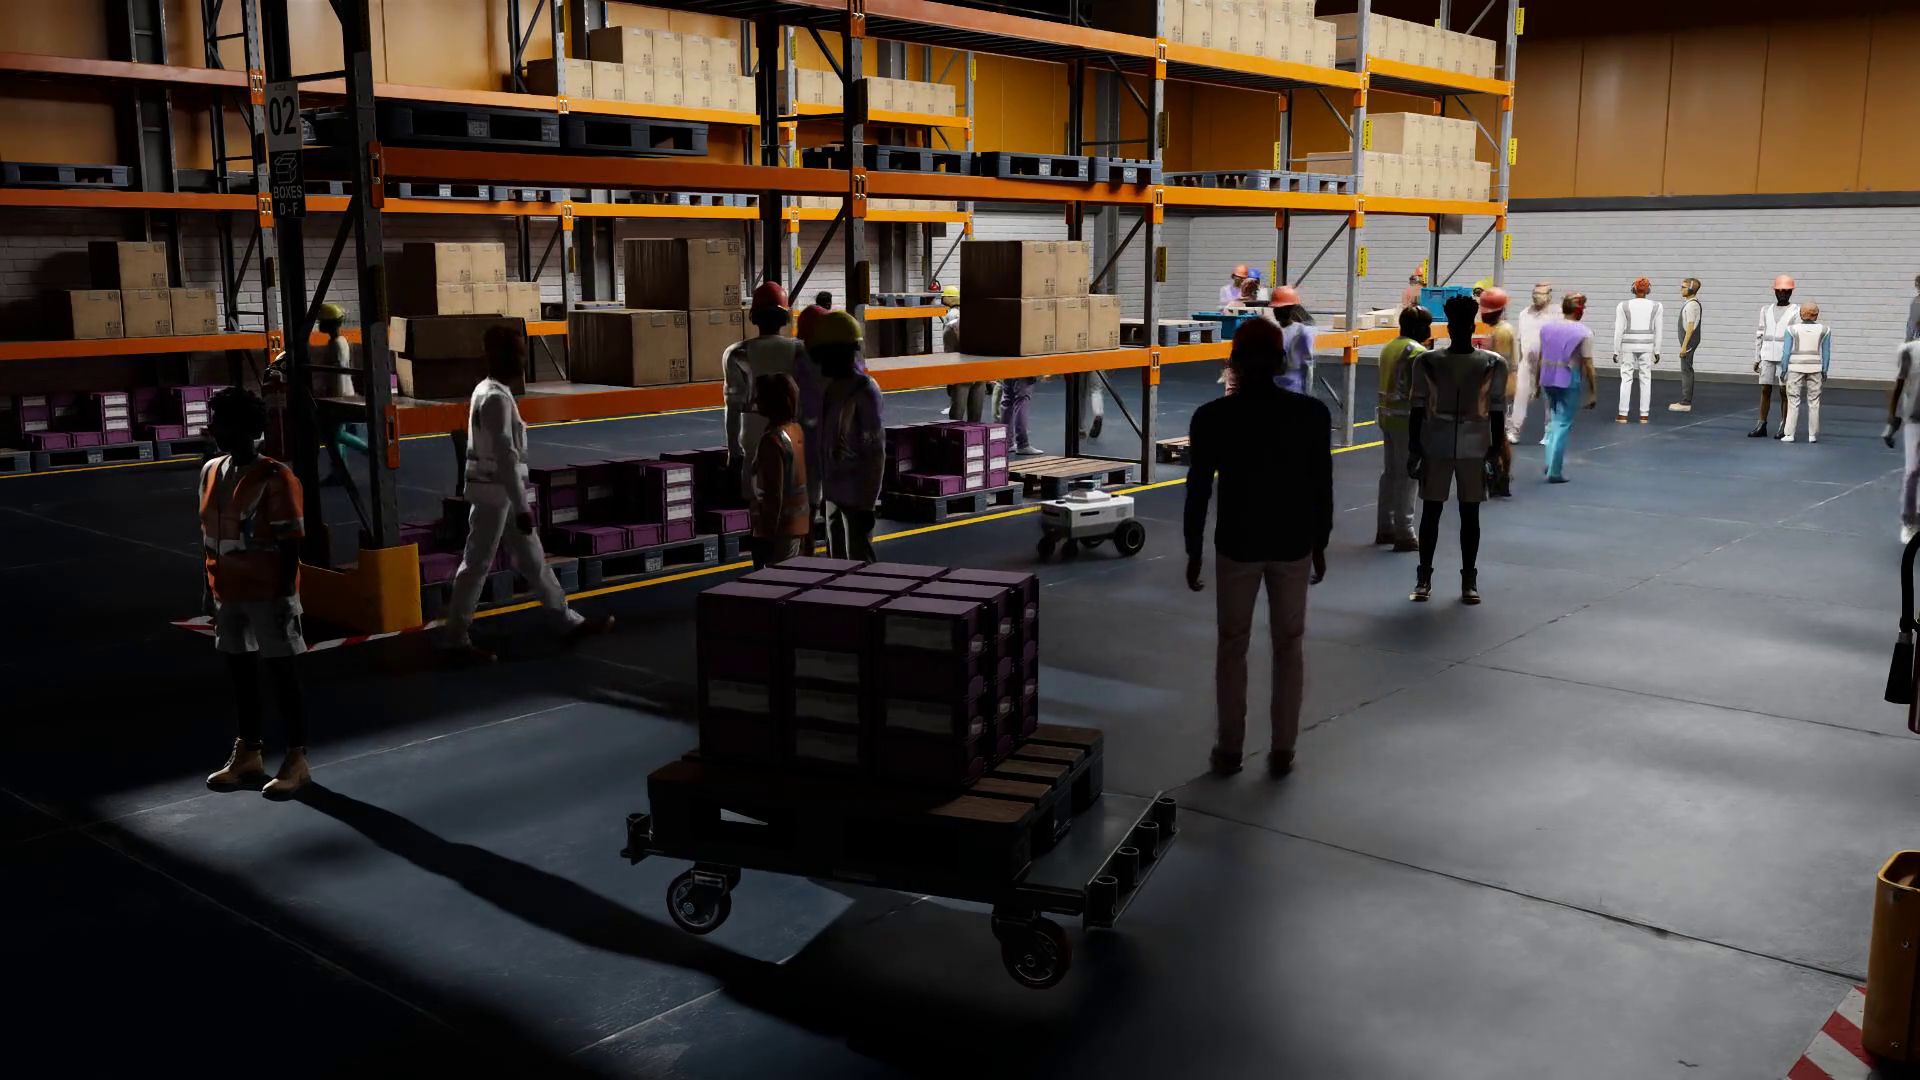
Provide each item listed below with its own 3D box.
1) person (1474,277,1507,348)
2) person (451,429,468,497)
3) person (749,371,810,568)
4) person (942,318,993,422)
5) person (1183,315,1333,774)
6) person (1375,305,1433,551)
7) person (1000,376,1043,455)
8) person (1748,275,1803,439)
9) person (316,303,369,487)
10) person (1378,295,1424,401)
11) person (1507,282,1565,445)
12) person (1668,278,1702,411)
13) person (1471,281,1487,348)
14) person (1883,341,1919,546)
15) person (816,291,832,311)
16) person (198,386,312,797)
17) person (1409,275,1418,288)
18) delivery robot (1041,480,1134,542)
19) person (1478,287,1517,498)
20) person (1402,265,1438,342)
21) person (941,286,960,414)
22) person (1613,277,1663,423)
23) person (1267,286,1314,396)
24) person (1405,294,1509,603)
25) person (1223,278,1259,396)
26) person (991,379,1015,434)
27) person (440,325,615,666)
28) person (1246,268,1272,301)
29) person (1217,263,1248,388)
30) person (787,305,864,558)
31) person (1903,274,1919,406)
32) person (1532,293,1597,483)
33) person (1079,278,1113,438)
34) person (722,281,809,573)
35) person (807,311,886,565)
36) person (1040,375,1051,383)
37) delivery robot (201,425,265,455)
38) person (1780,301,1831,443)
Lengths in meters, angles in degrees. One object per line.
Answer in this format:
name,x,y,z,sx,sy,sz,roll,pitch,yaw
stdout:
person,8.490,-3.321,26.727,0.616,1.789,0.502,0,10,-2
person,-3.655,-0.735,12.446,0.280,1.636,0.500,-6,11,-29
person,-0.908,-0.031,8.413,0.308,1.645,0.514,1,10,6
person,0.101,-1.661,17.188,0.591,1.822,0.404,-6,12,-33
person,1.276,0.021,7.191,0.636,1.967,0.464,1,10,5
person,3.360,-0.838,12.487,0.430,1.835,0.627,-2,10,-9
person,0.659,-1.888,18.238,0.405,1.911,0.636,-6,11,-30
person,9.686,-2.163,19.711,0.352,1.940,0.551,-9,13,-40
person,-5.820,-1.368,15.719,0.583,1.745,0.534,-5,11,-27
person,6.319,-2.624,23.293,0.848,1.586,0.538,4,11,24
person,6.534,-1.986,18.918,0.934,1.865,0.675,-8,13,-40
person,10.084,-2.708,23.084,0.345,1.847,0.508,5,11,26
person,7.808,-3.018,25.077,0.528,1.765,0.328,2,10,13
person,7.330,-0.861,12.550,0.554,1.849,0.617,2,10,14
person,-1.756,-2.498,22.349,0.558,1.669,0.707,10,14,44
person,-2.930,0.212,6.879,0.535,1.697,0.318,4,11,24
person,7.483,-3.424,27.252,0.966,1.814,0.521,-7,12,-36
delivery robot,0.934,-0.197,12.189,0.707,0.478,0.477,-8,12,-36
person,4.799,-1.307,14.935,0.451,1.903,0.663,2,10,11
person,7.180,-3.293,25.979,0.612,1.997,0.375,-1,10,-7
person,-0.110,-2.593,22.718,0.294,1.744,0.485,1,10,8
person,8.746,-2.447,21.486,0.585,1.882,0.344,2,10,13
person,2.910,-1.377,15.360,0.929,1.897,0.566,-8,13,-40
person,3.152,-0.575,10.594,0.611,1.965,0.362,3,10,16
person,3.448,-2.189,19.998,0.397,1.899,0.635,-9,13,-40
person,0.567,-2.224,20.270,0.323,1.865,0.518,-9,14,-43
person,-2.393,-0.235,9.033,0.997,1.825,0.614,-3,10,-16
person,4.823,-3.465,27.151,0.650,1.922,0.475,-4,11,-20
person,4.434,-3.446,26.813,0.627,2.009,0.484,6,11,29
person,-0.858,-0.502,10.351,0.533,1.899,0.734,1,10,4
person,13.854,-2.855,23.784,0.716,1.911,0.385,-2,10,-12
person,5.842,-1.455,15.984,0.566,1.825,0.613,-6,12,-31
person,1.513,-2.111,19.526,0.631,1.915,0.771,0,10,0
person,-1.192,-0.609,10.568,0.608,2.045,0.392,-2,10,-9
person,-0.616,-0.256,8.891,0.382,1.924,0.594,-5,11,-28
person,1.325,-3.546,27.687,0.644,1.909,0.809,5,11,28
delivery robot,-7.498,-1.096,17.310,0.477,0.478,0.707,10,14,44
person,9.797,-1.941,19.298,0.517,1.639,0.313,3,10,15
